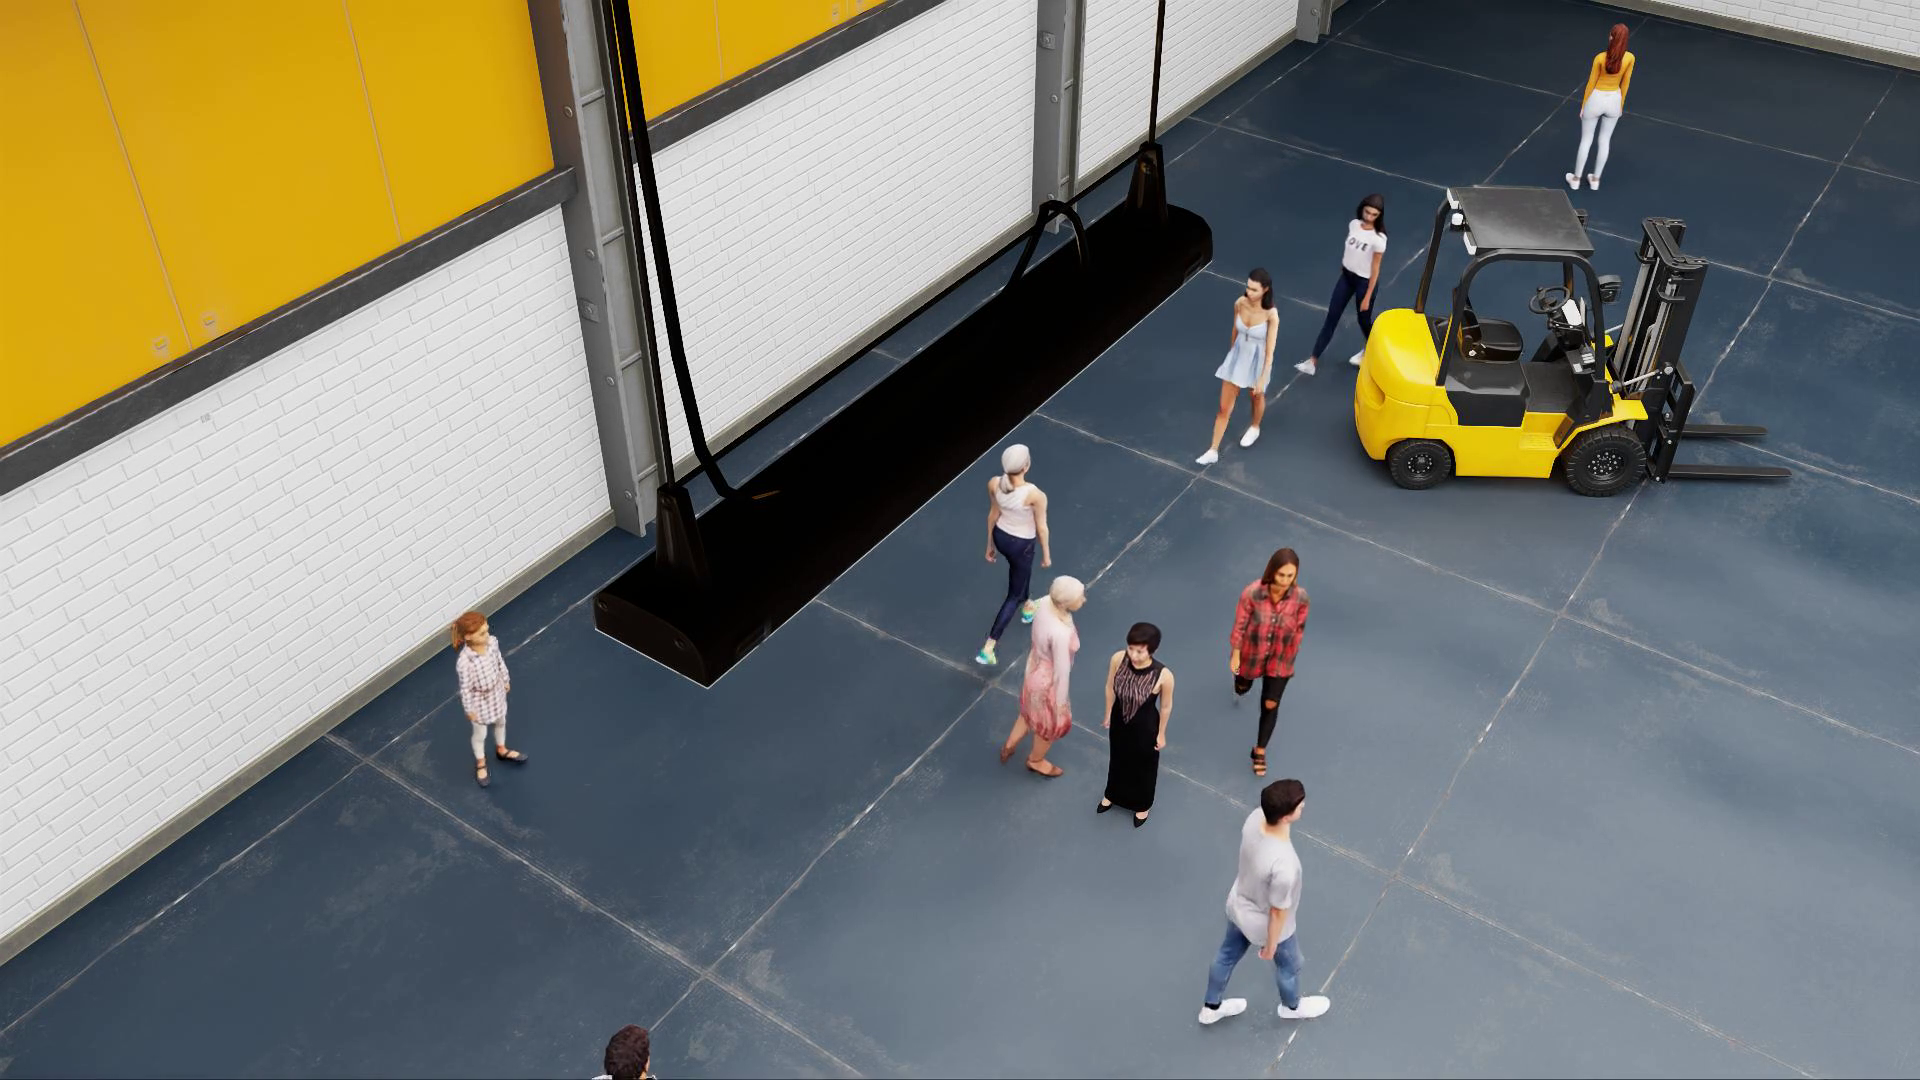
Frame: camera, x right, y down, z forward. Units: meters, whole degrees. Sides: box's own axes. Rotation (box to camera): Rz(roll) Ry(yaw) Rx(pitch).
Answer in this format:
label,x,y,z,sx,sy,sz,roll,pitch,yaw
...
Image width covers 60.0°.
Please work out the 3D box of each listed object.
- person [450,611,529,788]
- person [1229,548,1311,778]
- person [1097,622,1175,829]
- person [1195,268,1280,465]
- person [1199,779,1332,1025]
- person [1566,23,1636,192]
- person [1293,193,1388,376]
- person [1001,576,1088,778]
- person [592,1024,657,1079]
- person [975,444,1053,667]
label,x,y,z,sx,sy,sz,roll,pitch,yaw
person,-3.060,0.977,10.620,0.654,1.309,0.459,25,45,28
person,1.941,0.690,10.683,0.917,1.678,1.125,4,39,5
person,1.087,1.119,10.207,0.585,1.602,0.532,20,43,23
person,2.391,-1.441,13.337,0.586,1.696,1.020,24,44,27
person,1.533,1.995,8.903,1.106,1.861,1.016,-11,40,-13
person,6.589,-4.431,17.039,0.664,1.748,0.679,3,39,4
person,3.485,-2.178,14.236,1.224,1.725,0.946,-19,42,-22
person,0.514,0.868,10.469,0.879,1.667,0.820,-14,41,-17
person,-1.454,2.989,7.633,1.005,1.891,1.333,9,39,11
person,0.341,0.127,11.398,0.638,1.666,1.187,26,46,29
